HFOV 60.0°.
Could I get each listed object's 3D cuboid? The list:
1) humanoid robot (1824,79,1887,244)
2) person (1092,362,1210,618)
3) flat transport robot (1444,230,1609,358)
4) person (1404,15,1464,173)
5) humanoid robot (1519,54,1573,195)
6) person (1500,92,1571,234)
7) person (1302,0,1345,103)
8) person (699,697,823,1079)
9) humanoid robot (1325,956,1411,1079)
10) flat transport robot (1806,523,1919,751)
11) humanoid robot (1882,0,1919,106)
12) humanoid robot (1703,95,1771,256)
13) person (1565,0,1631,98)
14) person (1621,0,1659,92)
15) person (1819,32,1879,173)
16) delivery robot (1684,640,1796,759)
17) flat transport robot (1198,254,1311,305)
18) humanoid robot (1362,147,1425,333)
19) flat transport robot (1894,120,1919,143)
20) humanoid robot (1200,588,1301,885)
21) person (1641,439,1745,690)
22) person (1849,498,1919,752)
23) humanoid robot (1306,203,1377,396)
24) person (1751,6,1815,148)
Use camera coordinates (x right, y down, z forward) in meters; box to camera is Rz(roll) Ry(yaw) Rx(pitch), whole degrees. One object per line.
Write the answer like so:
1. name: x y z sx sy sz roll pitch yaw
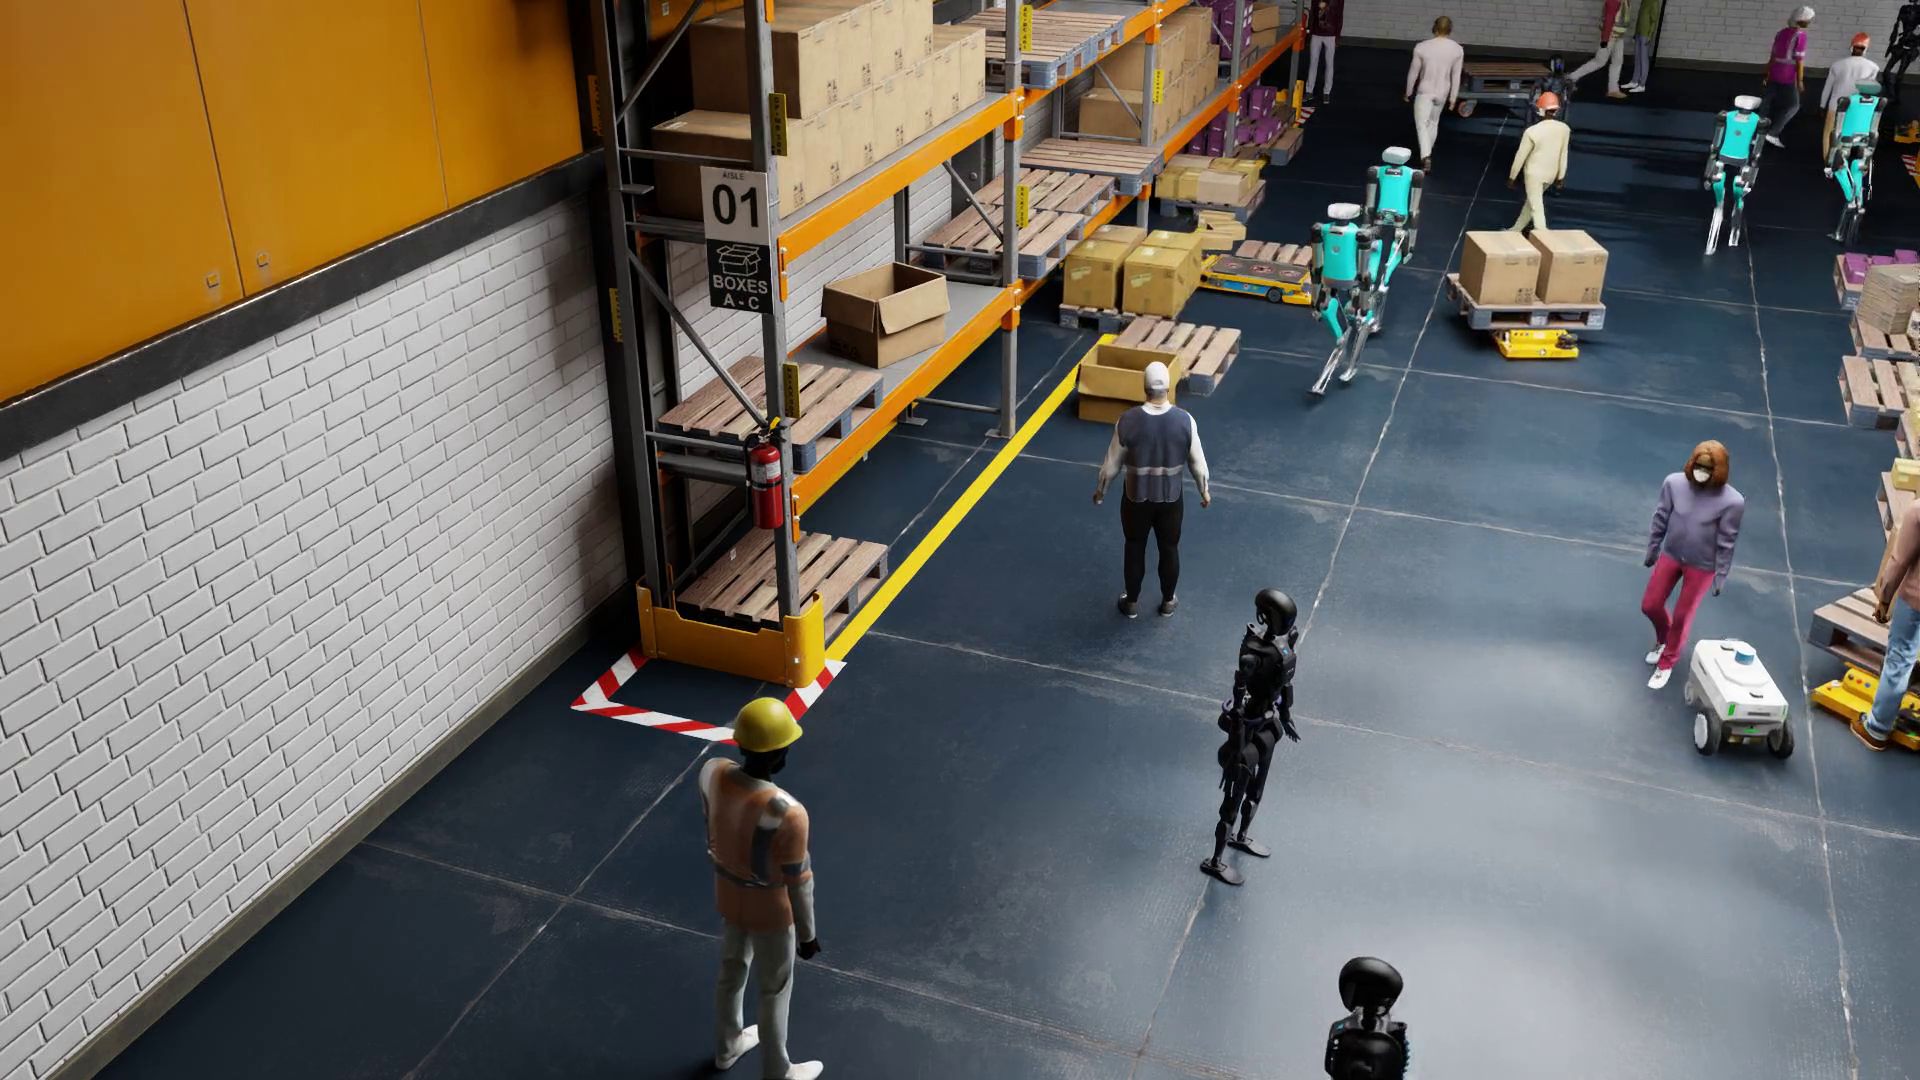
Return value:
1. humanoid robot: 9.690 -3.975 17.941 0.538 1.870 0.737 -3 27 -5
2. person: 1.238 -0.307 10.723 0.759 1.755 0.446 0 27 1
3. flat transport robot: 5.295 -2.056 15.739 0.659 0.231 1.431 0 27 0
4. person: 5.915 -5.554 20.749 0.631 1.903 0.911 -1 27 -2
5. humanoid robot: 6.992 -4.937 19.798 0.599 1.640 0.620 -4 28 -7
6. person: 6.159 -3.929 17.797 0.583 1.698 0.891 -11 29 -20
7. person: 5.302 -7.369 24.211 0.497 1.949 0.425 12 30 22
8. person: -0.827 1.506 7.045 0.598 1.913 0.420 20 34 34
9. humanoid robot: 1.499 2.192 5.994 0.684 1.633 0.615 8 28 16
10. flat transport robot: 5.919 0.847 10.107 1.431 0.231 0.659 -16 31 -28
11. humanoid robot: 13.669 -7.132 24.045 0.324 1.657 0.595 -6 28 -11
12. humanoid robot: 8.280 -3.887 17.721 0.558 1.800 0.935 19 33 32
13. person: 9.536 -7.471 24.573 0.830 1.811 0.643 19 33 32
14. person: 10.239 -7.556 24.913 0.267 1.632 0.503 -1 27 -2
15. person: 10.973 -5.380 20.607 0.567 1.723 0.656 9 28 16
16. delivery robot: 4.522 0.902 9.683 0.499 0.589 0.775 2 27 4
17. flat transport robot: 2.982 -2.658 16.906 1.431 0.231 0.659 13 30 23
18. humanoid robot: 3.909 -2.701 15.397 0.553 1.769 0.911 14 30 25
19. flat transport robot: 13.300 -5.395 22.215 1.431 0.231 0.659 13 30 24
20. humanoid robot: 1.481 0.961 8.347 0.325 1.649 0.609 20 33 34
21. person: 4.367 0.142 9.994 0.353 1.619 0.519 -24 35 -38
22. person: 5.436 0.309 9.286 0.619 1.990 0.396 1 27 3
23. humanoid robot: 3.289 -2.050 14.154 0.559 1.751 1.038 18 32 31
24. person: 10.795 -6.047 21.772 0.382 1.829 0.666 -9 29 -17
